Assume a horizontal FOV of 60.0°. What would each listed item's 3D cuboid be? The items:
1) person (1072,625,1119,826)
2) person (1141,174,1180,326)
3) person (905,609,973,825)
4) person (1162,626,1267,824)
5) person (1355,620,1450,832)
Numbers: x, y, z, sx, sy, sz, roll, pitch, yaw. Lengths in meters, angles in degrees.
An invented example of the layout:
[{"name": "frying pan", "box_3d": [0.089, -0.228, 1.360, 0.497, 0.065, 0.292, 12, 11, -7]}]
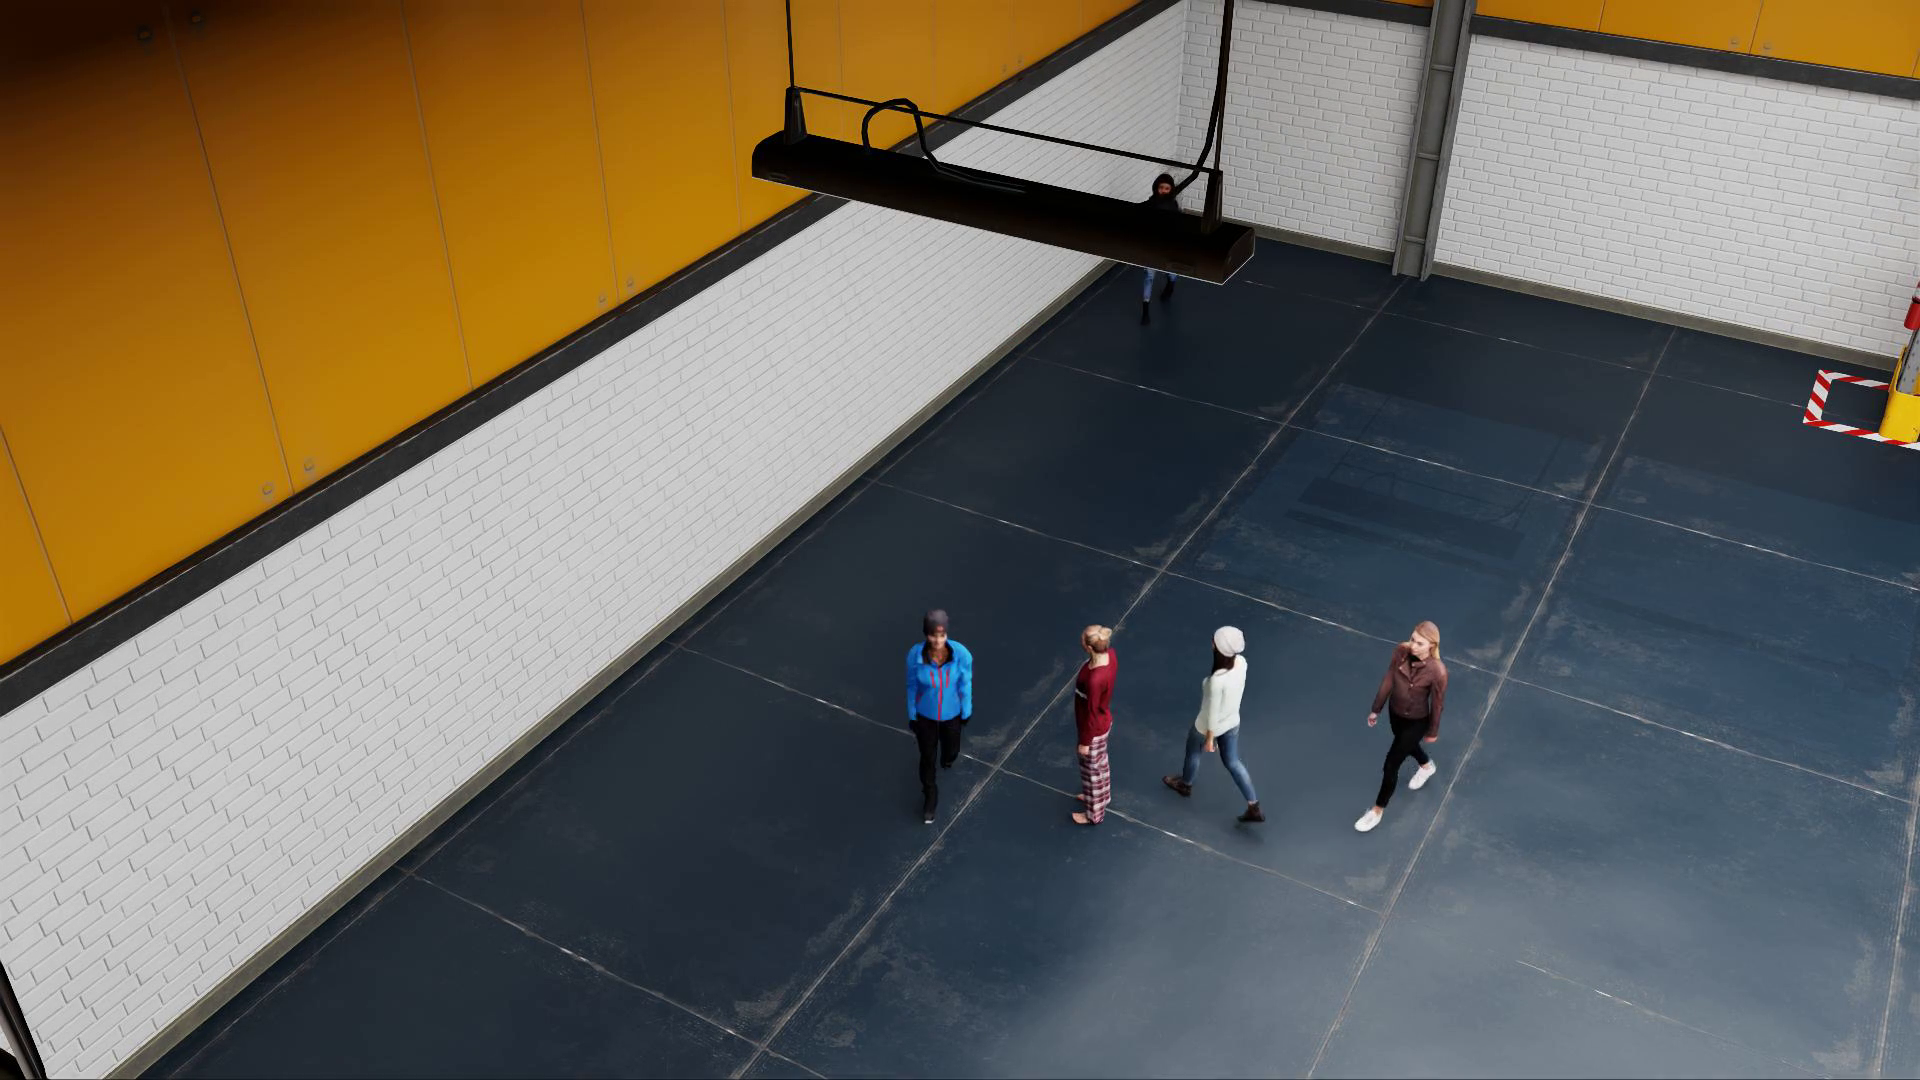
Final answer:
[{"name": "person", "box_3d": [0.935, 1.267, 11.576, 0.574, 1.701, 0.657, 9, 35, 14]}, {"name": "person", "box_3d": [2.243, -3.297, 18.485, 1.171, 1.653, 0.869, 11, 35, 16]}, {"name": "person", "box_3d": [-0.149, 1.156, 11.675, 0.944, 1.776, 0.894, 4, 34, 5]}, {"name": "person", "box_3d": [1.871, 1.311, 11.590, 1.150, 1.612, 0.752, 28, 42, 35]}, {"name": "person", "box_3d": [3.192, 1.226, 11.668, 1.025, 1.667, 1.136, -19, 38, -26]}]
